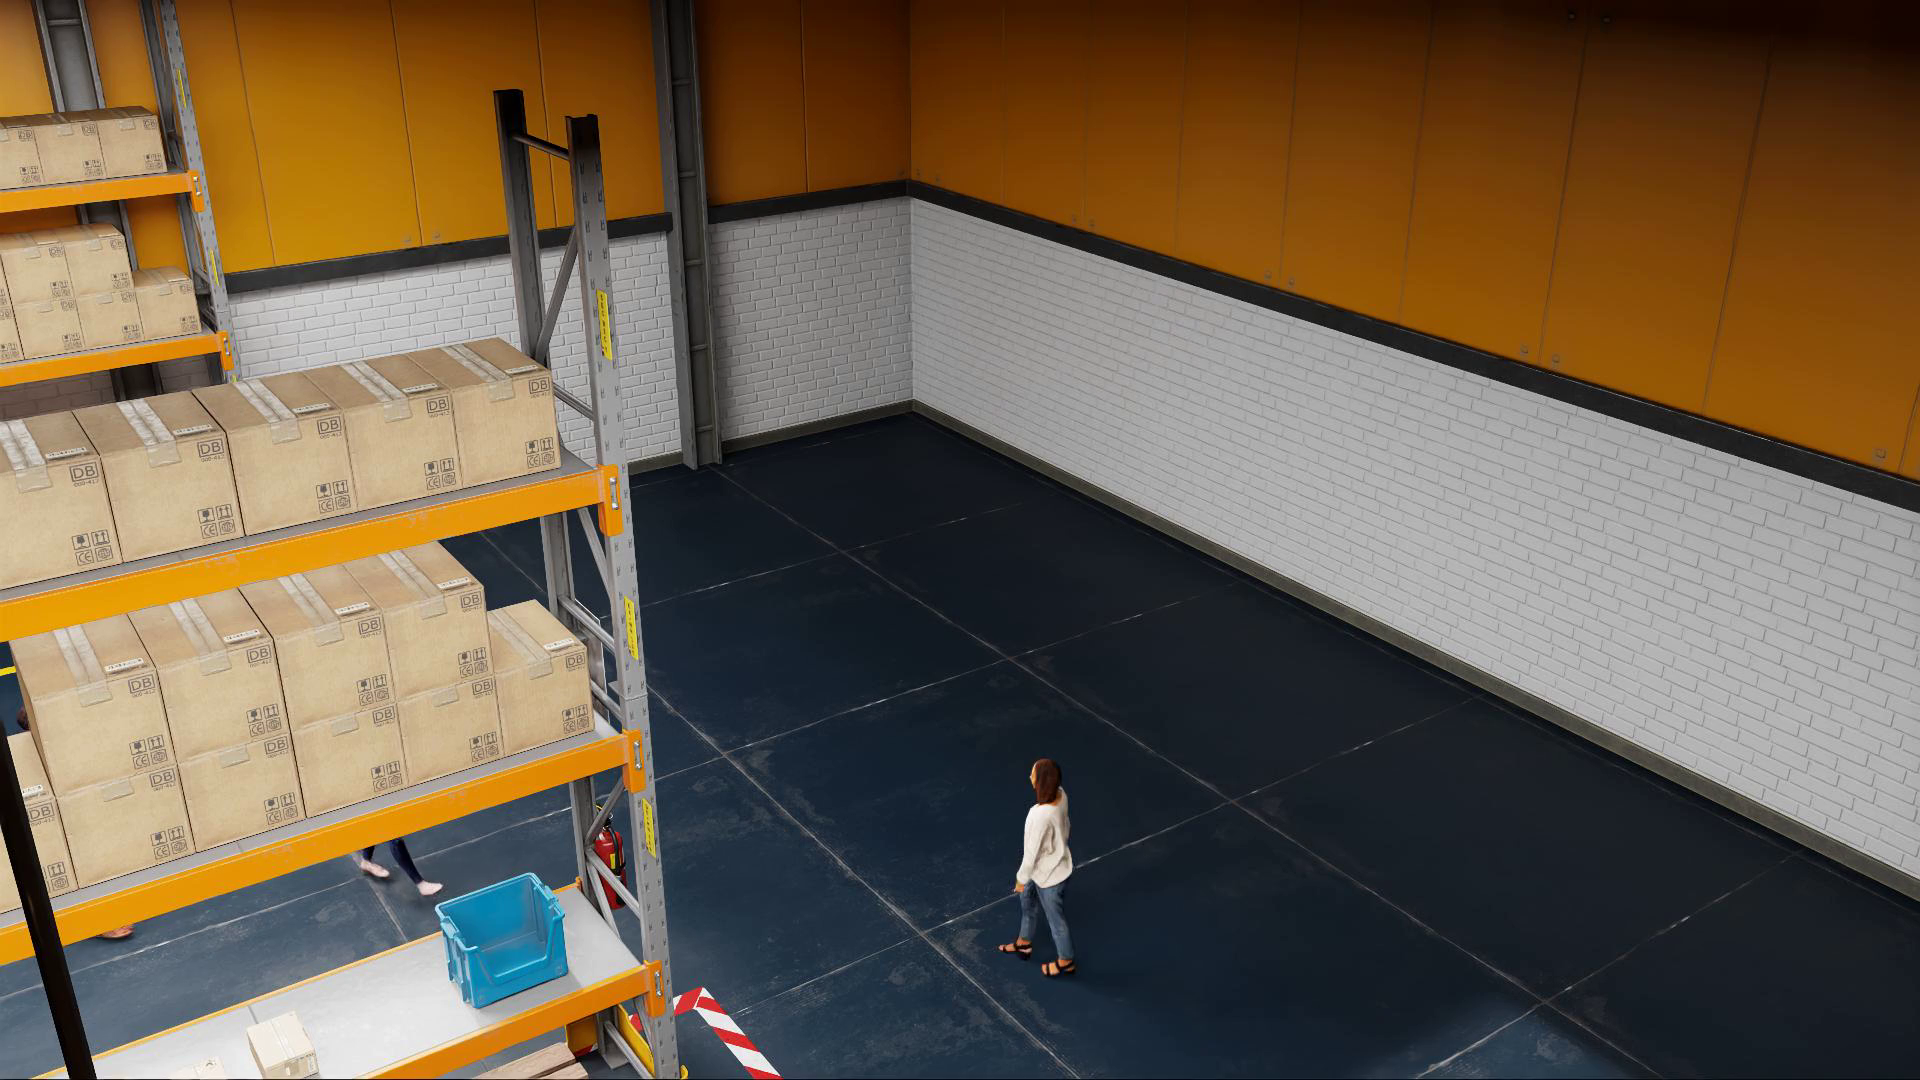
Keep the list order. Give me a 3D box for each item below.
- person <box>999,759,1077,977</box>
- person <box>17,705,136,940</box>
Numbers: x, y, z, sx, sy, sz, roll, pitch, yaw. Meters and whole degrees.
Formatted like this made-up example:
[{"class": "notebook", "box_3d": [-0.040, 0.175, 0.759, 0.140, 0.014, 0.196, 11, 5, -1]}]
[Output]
[{"class": "person", "box_3d": [0.671, 2.197, 11.007, 0.928, 1.666, 0.882, 7, 25, 16]}, {"class": "person", "box_3d": [-6.245, 1.921, 11.417, 1.167, 1.844, 1.022, 1, 24, 1]}]
